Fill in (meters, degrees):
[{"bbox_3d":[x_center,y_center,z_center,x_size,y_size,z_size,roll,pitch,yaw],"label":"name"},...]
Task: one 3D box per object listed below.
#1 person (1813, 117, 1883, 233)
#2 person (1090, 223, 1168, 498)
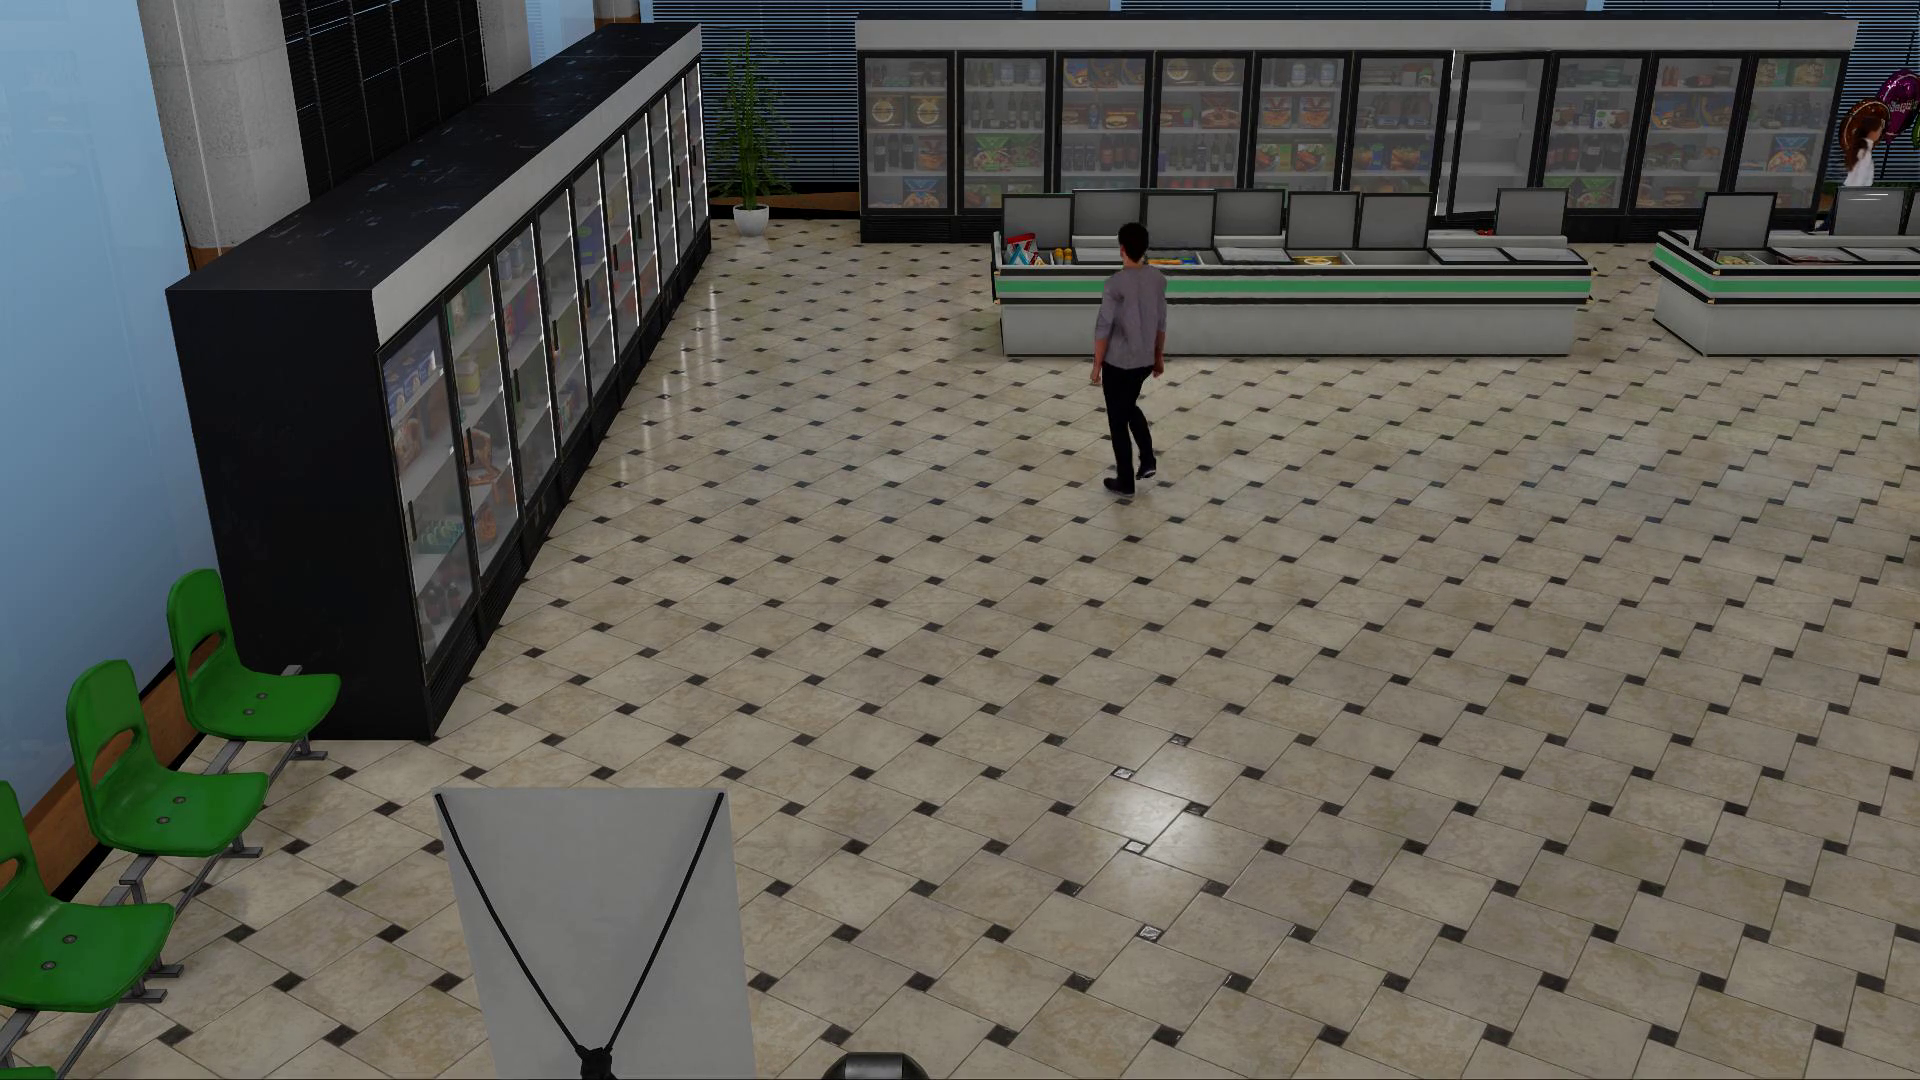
[{"bbox_3d":[8.649,-3.343,16.316,1.082,1.514,0.506,0,24,0],"label":"person"},{"bbox_3d":[1.159,-1.142,10.890,0.783,1.832,0.857,-17,29,-34],"label":"person"}]
